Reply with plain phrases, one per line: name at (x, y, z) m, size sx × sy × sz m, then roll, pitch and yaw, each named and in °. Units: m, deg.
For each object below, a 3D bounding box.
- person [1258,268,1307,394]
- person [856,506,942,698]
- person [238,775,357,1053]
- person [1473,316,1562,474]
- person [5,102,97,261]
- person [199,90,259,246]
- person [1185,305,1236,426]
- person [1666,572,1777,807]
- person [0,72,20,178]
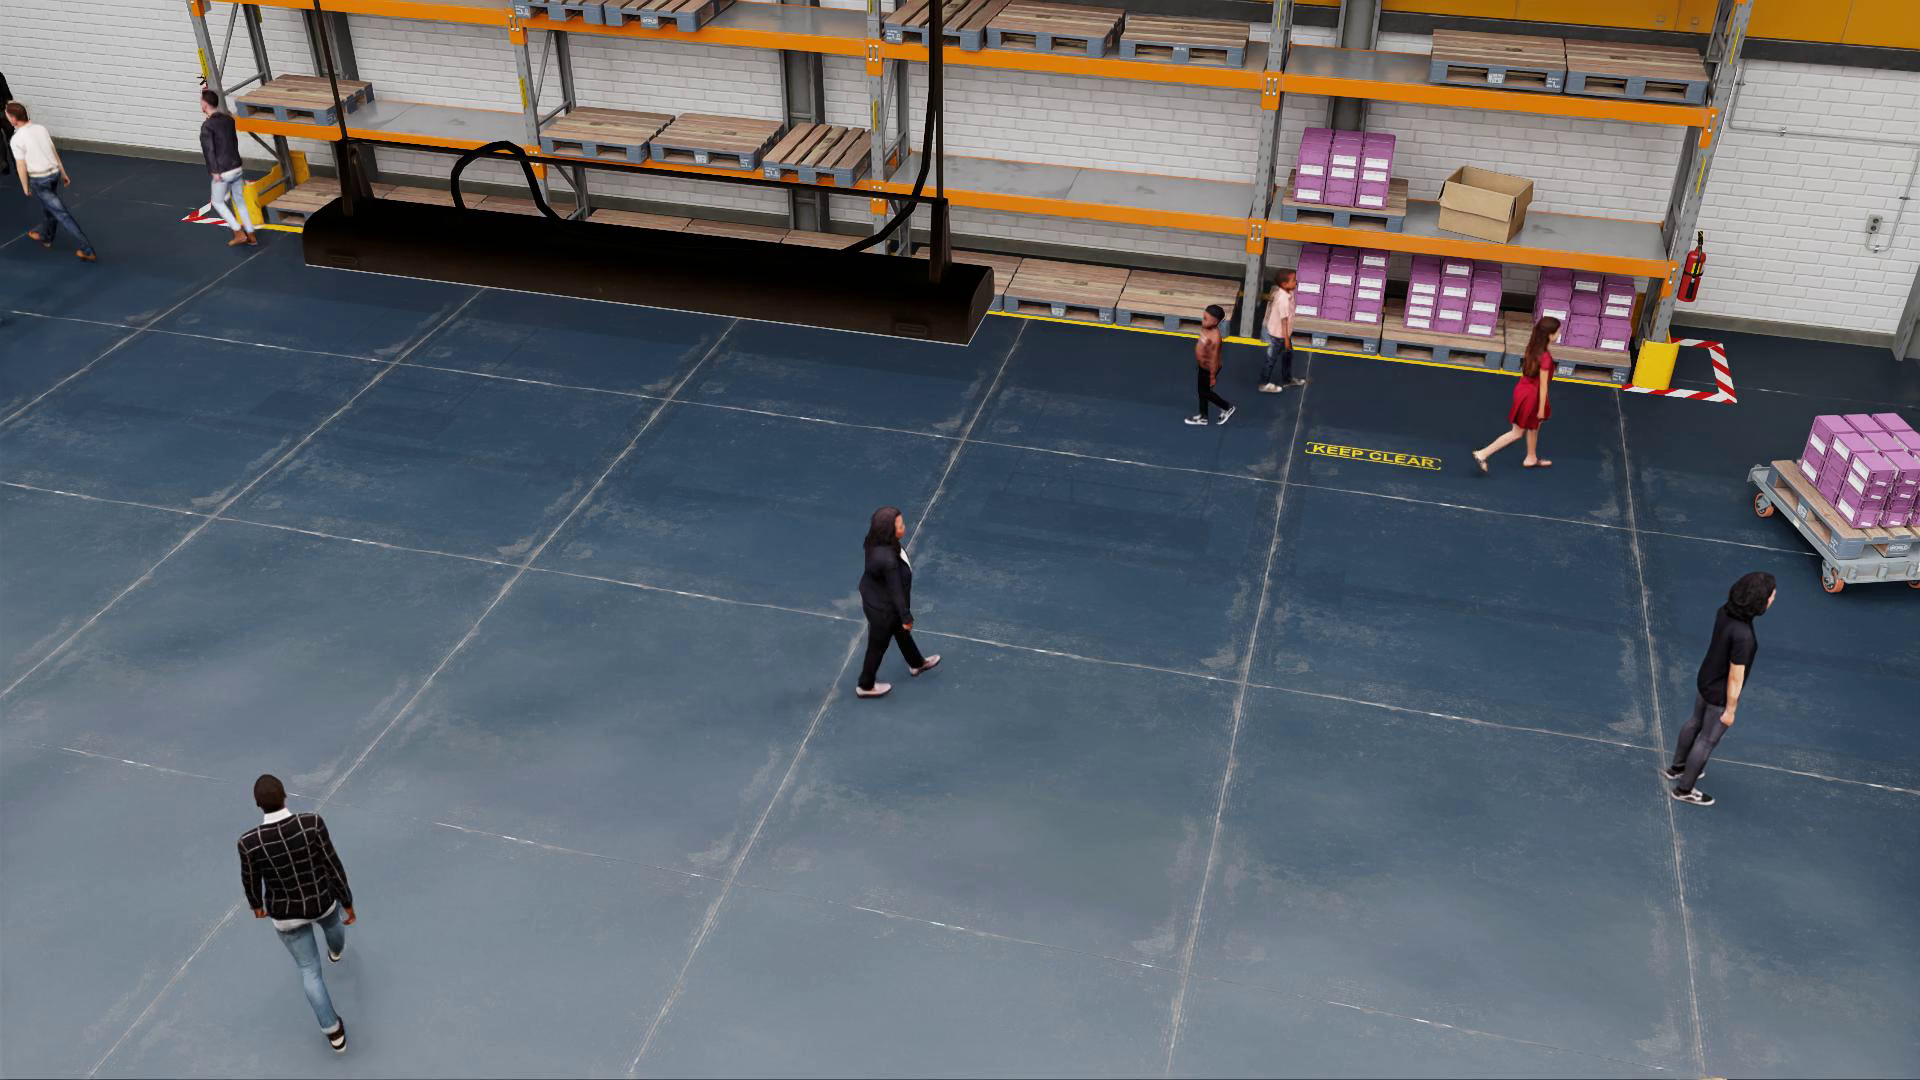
person at (3.038, -2.032, 16.125) m, size 0.691 × 1.298 × 0.563 m, roll 6°, pitch 34°, yaw 9°
person at (-0.628, 0.481, 12.080) m, size 1.054 × 1.591 × 0.923 m, roll -9°, pitch 35°, yaw -13°
person at (-3.701, 2.151, 9.407) m, size 1.207 × 1.769 × 1.237 m, roll -15°, pitch 36°, yaw -21°
person at (4.989, -1.259, 14.756) m, size 1.078 × 1.527 × 0.760 m, roll -2°, pitch 34°, yaw -3°
person at (-10.135, -3.953, 18.567) m, size 1.238 × 1.795 × 0.755 m, roll 13°, pitch 36°, yaw 18°
person at (-8.267, -4.186, 18.892) m, size 0.620 × 1.822 × 0.694 m, roll 12°, pitch 35°, yaw 17°
person at (2.393, -1.627, 15.563) m, size 0.754 × 1.245 × 0.643 m, roll -3°, pitch 34°, yaw -4°
person at (5.079, 0.966, 11.135) m, size 0.570 × 1.829 × 0.663 m, roll 3°, pitch 34°, yaw 4°
person at (-12.011, -5.290, 20.727) m, size 0.732 × 1.629 × 0.793 m, roll -8°, pitch 34°, yaw -12°
